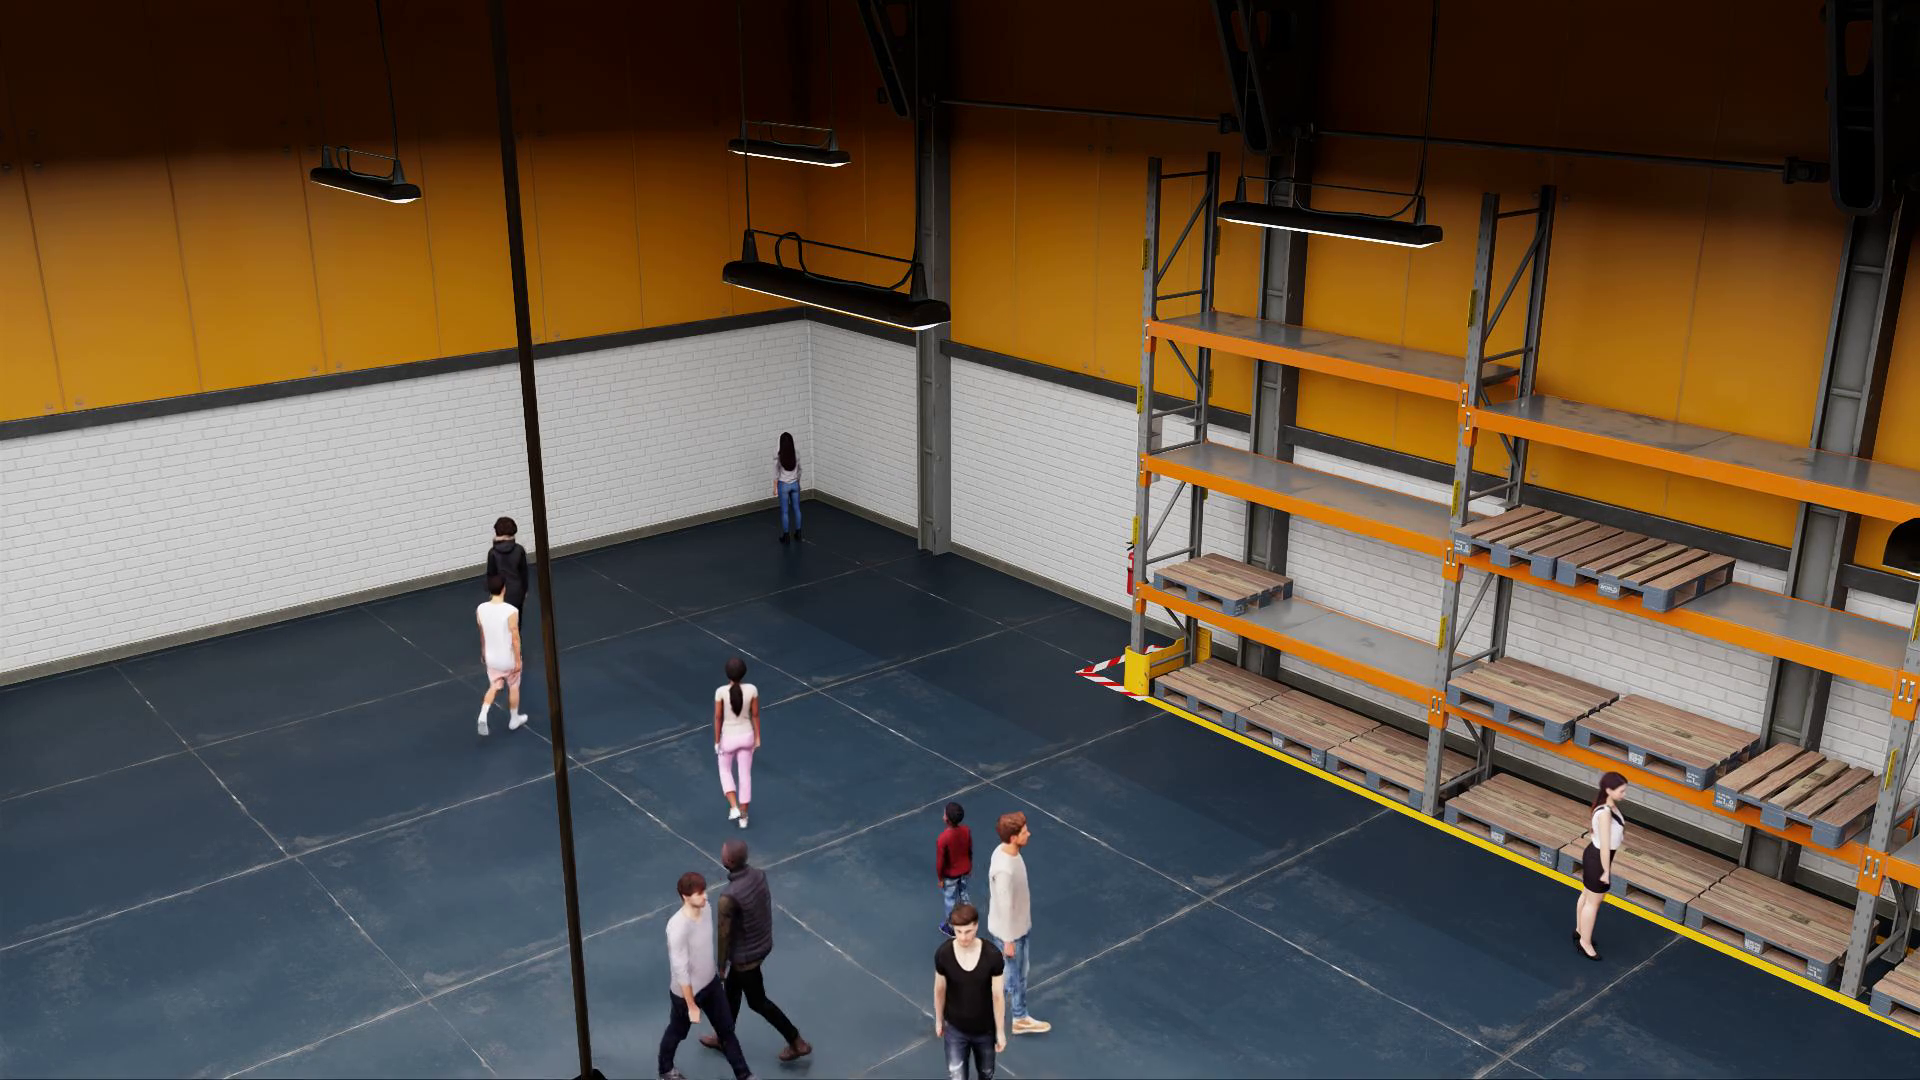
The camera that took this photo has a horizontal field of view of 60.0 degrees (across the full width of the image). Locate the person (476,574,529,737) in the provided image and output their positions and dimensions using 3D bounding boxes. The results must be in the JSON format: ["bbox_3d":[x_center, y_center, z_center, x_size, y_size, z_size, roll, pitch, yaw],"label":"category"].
[{"bbox_3d":[-4.933,1.273,17.722,1.029,1.765,1.022,5,19,15],"label":"person"}]

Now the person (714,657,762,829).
[{"bbox_3d":[-2.104,1.948,15.774,0.717,1.729,0.762,-5,19,-15],"label":"person"}]

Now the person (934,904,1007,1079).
[{"bbox_3d":[0.087,3.305,11.521,1.114,1.872,1.201,1,19,2],"label":"person"}]

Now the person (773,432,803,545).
[{"bbox_3d":[-2.464,-0.765,23.979,0.619,1.633,0.534,-12,22,-33],"label":"person"}]

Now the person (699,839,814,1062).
[{"bbox_3d":[-1.492,3.086,12.290,1.280,1.795,1.102,6,19,16],"label":"person"}]

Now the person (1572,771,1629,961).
[{"bbox_3d":[5.282,2.670,13.753,0.674,1.651,0.639,5,19,14],"label":"person"}]

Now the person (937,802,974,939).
[{"bbox_3d":[0.000,2.797,14.007,0.505,1.247,0.556,-14,23,-37],"label":"person"}]

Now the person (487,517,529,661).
[{"bbox_3d":[-5.332,0.616,19.687,0.798,1.755,1.138,-9,20,-24],"label":"person"}]

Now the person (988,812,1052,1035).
[{"bbox_3d":[0.306,2.938,12.586,1.125,1.888,1.045,2,19,7],"label":"person"}]

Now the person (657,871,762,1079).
[{"bbox_3d":[-1.990,3.200,11.951,1.256,1.796,0.996,9,20,24],"label":"person"}]
